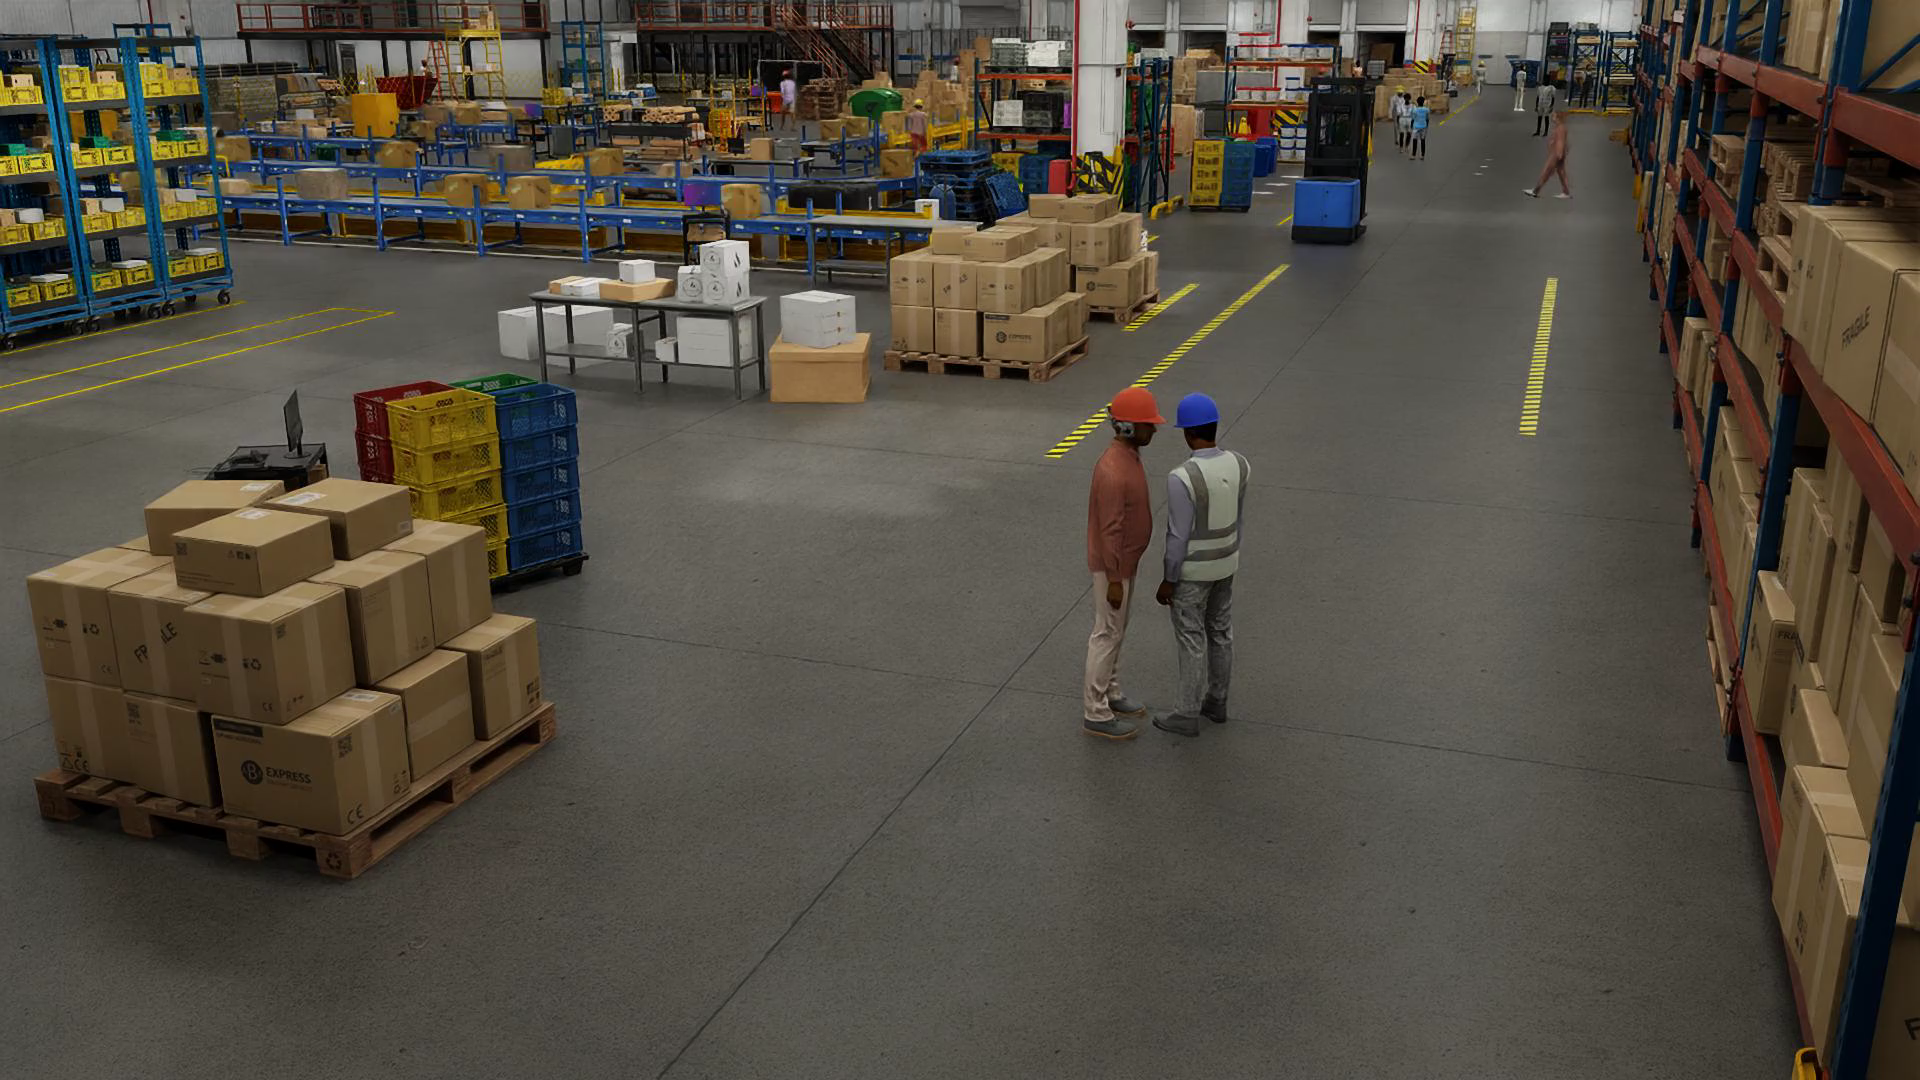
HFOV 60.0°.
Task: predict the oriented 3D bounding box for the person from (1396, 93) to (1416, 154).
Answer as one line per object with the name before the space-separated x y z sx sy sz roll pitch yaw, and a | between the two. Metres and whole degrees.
person | 12.668 -11.832 47.283 0.552 1.671 0.625 3 18 10

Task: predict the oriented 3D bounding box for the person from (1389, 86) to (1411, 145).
person | 13.244 -12.775 50.101 0.616 1.760 1.019 3 18 10

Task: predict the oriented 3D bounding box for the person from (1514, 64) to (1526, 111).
person | 22.783 -18.380 67.540 0.322 1.875 0.524 -11 21 -30

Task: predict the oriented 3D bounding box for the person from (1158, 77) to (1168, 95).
person | 7.073 -15.360 58.311 0.306 1.726 0.668 -13 22 -36

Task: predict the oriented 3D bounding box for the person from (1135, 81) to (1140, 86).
person | 8.758 -22.956 81.813 0.372 1.940 0.631 -13 22 -36

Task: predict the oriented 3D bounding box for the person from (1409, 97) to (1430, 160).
person | 12.498 -11.196 45.263 0.531 1.692 0.320 -2 18 -5

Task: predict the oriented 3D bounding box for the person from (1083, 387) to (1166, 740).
person | 0.907 0.123 9.232 0.414 1.985 0.611 4 18 13

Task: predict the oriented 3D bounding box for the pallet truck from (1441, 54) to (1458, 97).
pallet truck | 22.765 -21.886 78.355 0.823 1.965 1.885 -4 18 -14

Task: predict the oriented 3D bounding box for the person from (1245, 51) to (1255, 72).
person | 15.439 -24.984 88.275 0.639 1.874 0.996 -17 24 -42

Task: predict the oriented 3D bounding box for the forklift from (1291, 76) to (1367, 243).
forklift | 6.598 -6.755 29.381 1.129 2.768 1.873 6 19 19

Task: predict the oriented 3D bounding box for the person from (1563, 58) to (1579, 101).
person | 27.586 -20.666 74.704 0.900 1.879 0.603 -3 18 -9

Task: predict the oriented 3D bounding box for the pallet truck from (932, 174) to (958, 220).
pallet truck | -0.507 -5.292 27.348 0.653 1.274 1.630 6 19 19

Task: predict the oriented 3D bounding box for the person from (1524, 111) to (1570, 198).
person | 12.851 -8.350 36.050 0.981 1.851 0.673 8 19 23

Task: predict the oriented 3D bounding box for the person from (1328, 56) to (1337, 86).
person | 18.345 -22.827 81.610 0.680 1.820 0.649 6 19 18

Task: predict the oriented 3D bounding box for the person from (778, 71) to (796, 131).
person | -5.834 -14.841 56.251 0.602 1.968 1.098 -11 21 -31

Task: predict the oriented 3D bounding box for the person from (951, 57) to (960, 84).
person | -0.092 -20.831 75.187 0.859 1.901 0.563 -2 18 -6

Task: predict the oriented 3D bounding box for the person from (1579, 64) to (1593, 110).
person | 25.742 -18.622 68.348 0.514 1.844 0.328 -7 19 -20

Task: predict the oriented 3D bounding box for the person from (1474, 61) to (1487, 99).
person | 23.964 -21.181 76.631 0.499 1.697 0.886 3 18 9

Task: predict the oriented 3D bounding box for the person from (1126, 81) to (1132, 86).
person | 6.066 -16.121 60.247 0.389 1.992 0.625 -2 18 -5

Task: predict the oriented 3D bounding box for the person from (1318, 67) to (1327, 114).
person | 13.546 -16.730 62.317 0.560 1.912 0.886 -8 20 -25

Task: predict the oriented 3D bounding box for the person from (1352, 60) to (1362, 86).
person | 18.579 -21.562 77.820 0.537 1.700 0.318 -7 19 -22

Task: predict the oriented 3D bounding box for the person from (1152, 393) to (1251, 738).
person | 1.326 0.144 9.235 0.604 1.937 0.402 -15 23 -40

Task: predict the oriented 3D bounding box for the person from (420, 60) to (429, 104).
person | -23.471 -20.099 72.945 0.350 1.879 0.577 -1 18 -3

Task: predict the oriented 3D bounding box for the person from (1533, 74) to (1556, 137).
person | 18.894 -14.043 53.765 0.361 1.962 0.618 -16 24 -42

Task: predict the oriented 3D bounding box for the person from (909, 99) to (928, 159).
person | -1.026 -10.465 42.861 0.554 1.743 0.618 9 20 26
